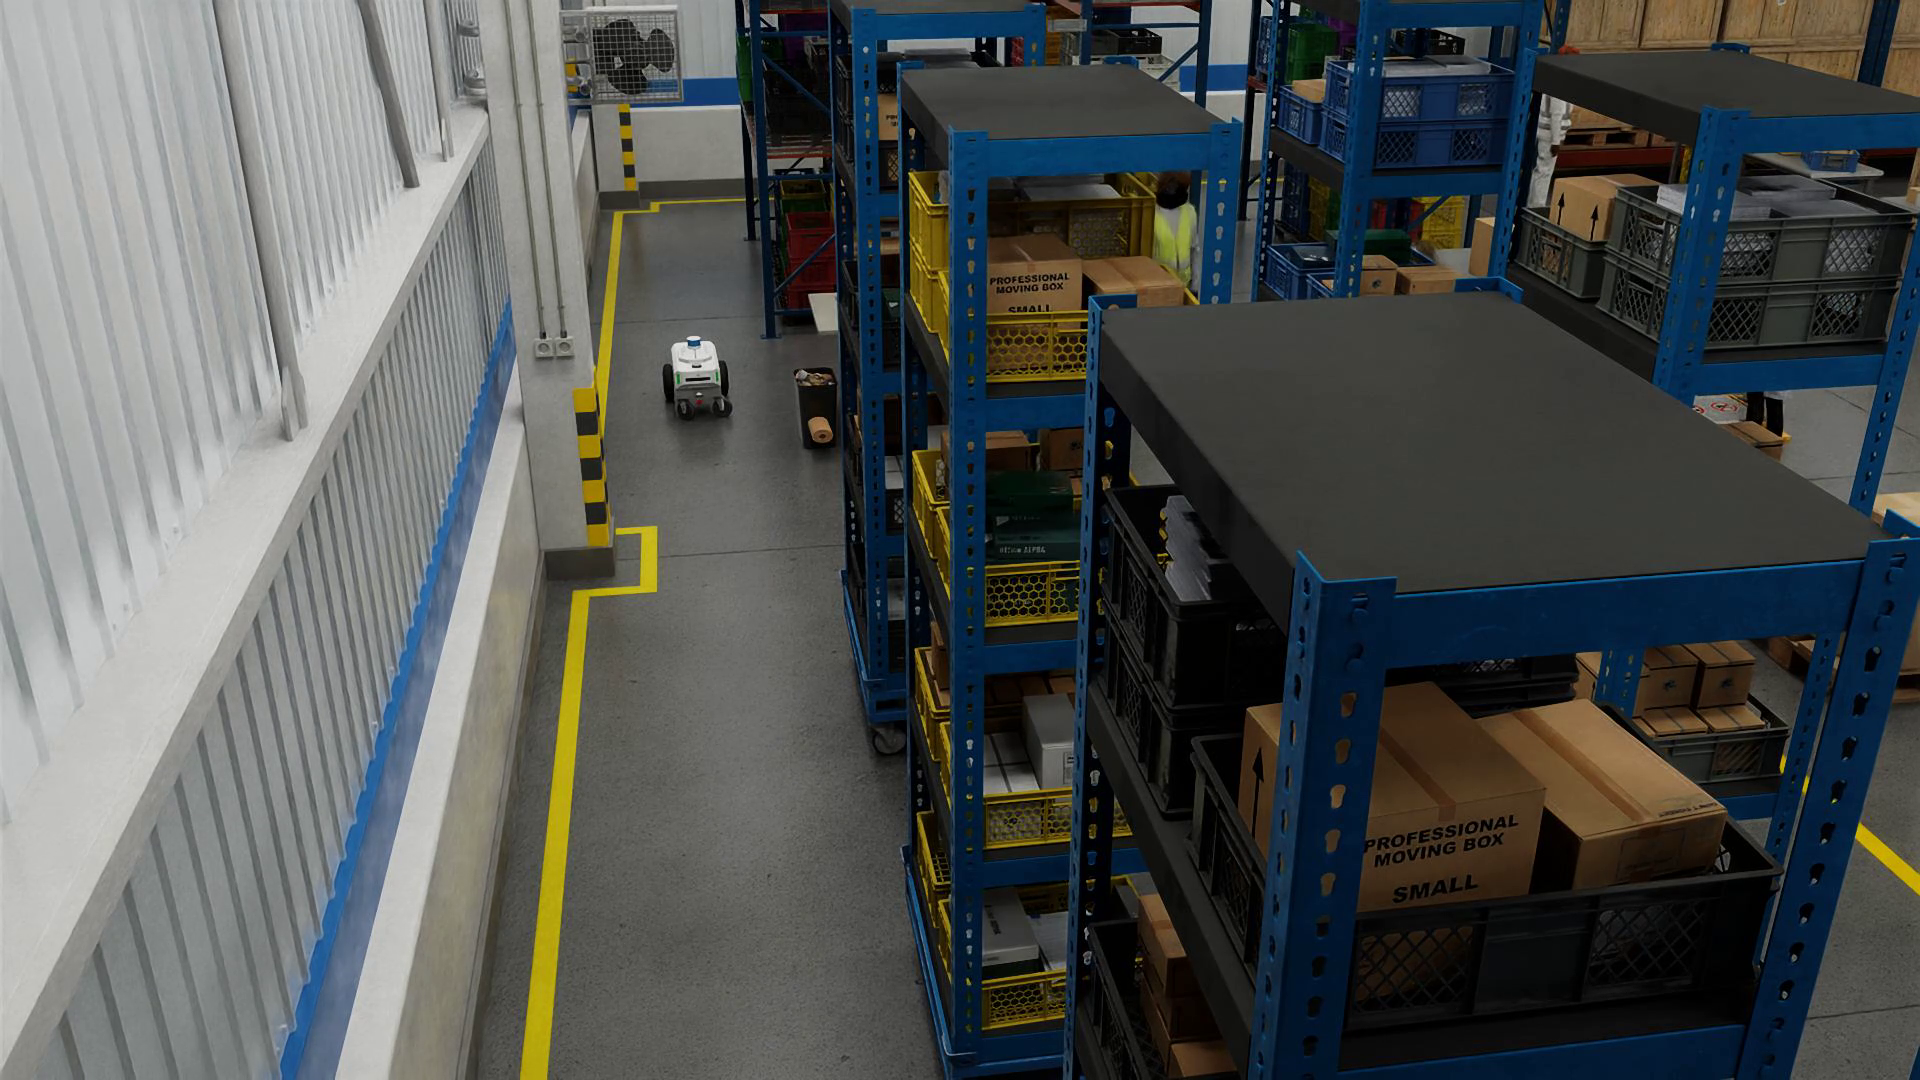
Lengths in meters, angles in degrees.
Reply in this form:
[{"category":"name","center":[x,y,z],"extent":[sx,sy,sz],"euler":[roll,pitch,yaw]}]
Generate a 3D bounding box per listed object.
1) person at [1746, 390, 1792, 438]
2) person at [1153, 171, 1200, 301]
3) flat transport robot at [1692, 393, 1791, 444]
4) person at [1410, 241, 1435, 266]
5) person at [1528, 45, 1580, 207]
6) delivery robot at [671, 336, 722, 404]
[{"category":"person","center":[5.515,-1.264,11.314],"extent":[0.318,1.698,0.539],"euler":[-3,25,-6]},{"category":"person","center":[1.584,-1.849,12.472],"extent":[0.657,1.799,0.733],"euler":[-12,27,-25]},{"category":"flat transport robot","center":[5.224,-0.859,12.132],"extent":[1.431,0.197,0.652],"euler":[-4,25,-8]},{"category":"person","center":[2.724,-0.937,10.390],"extent":[0.669,1.895,0.856],"euler":[8,26,16]},{"category":"person","center":[6.287,-4.279,17.648],"extent":[0.354,1.886,0.573],"euler":[5,25,11]},{"category":"delivery robot","center":[-2.012,-1.308,12.664],"extent":[0.477,0.478,0.707],"euler":[-5,25,-10]}]
